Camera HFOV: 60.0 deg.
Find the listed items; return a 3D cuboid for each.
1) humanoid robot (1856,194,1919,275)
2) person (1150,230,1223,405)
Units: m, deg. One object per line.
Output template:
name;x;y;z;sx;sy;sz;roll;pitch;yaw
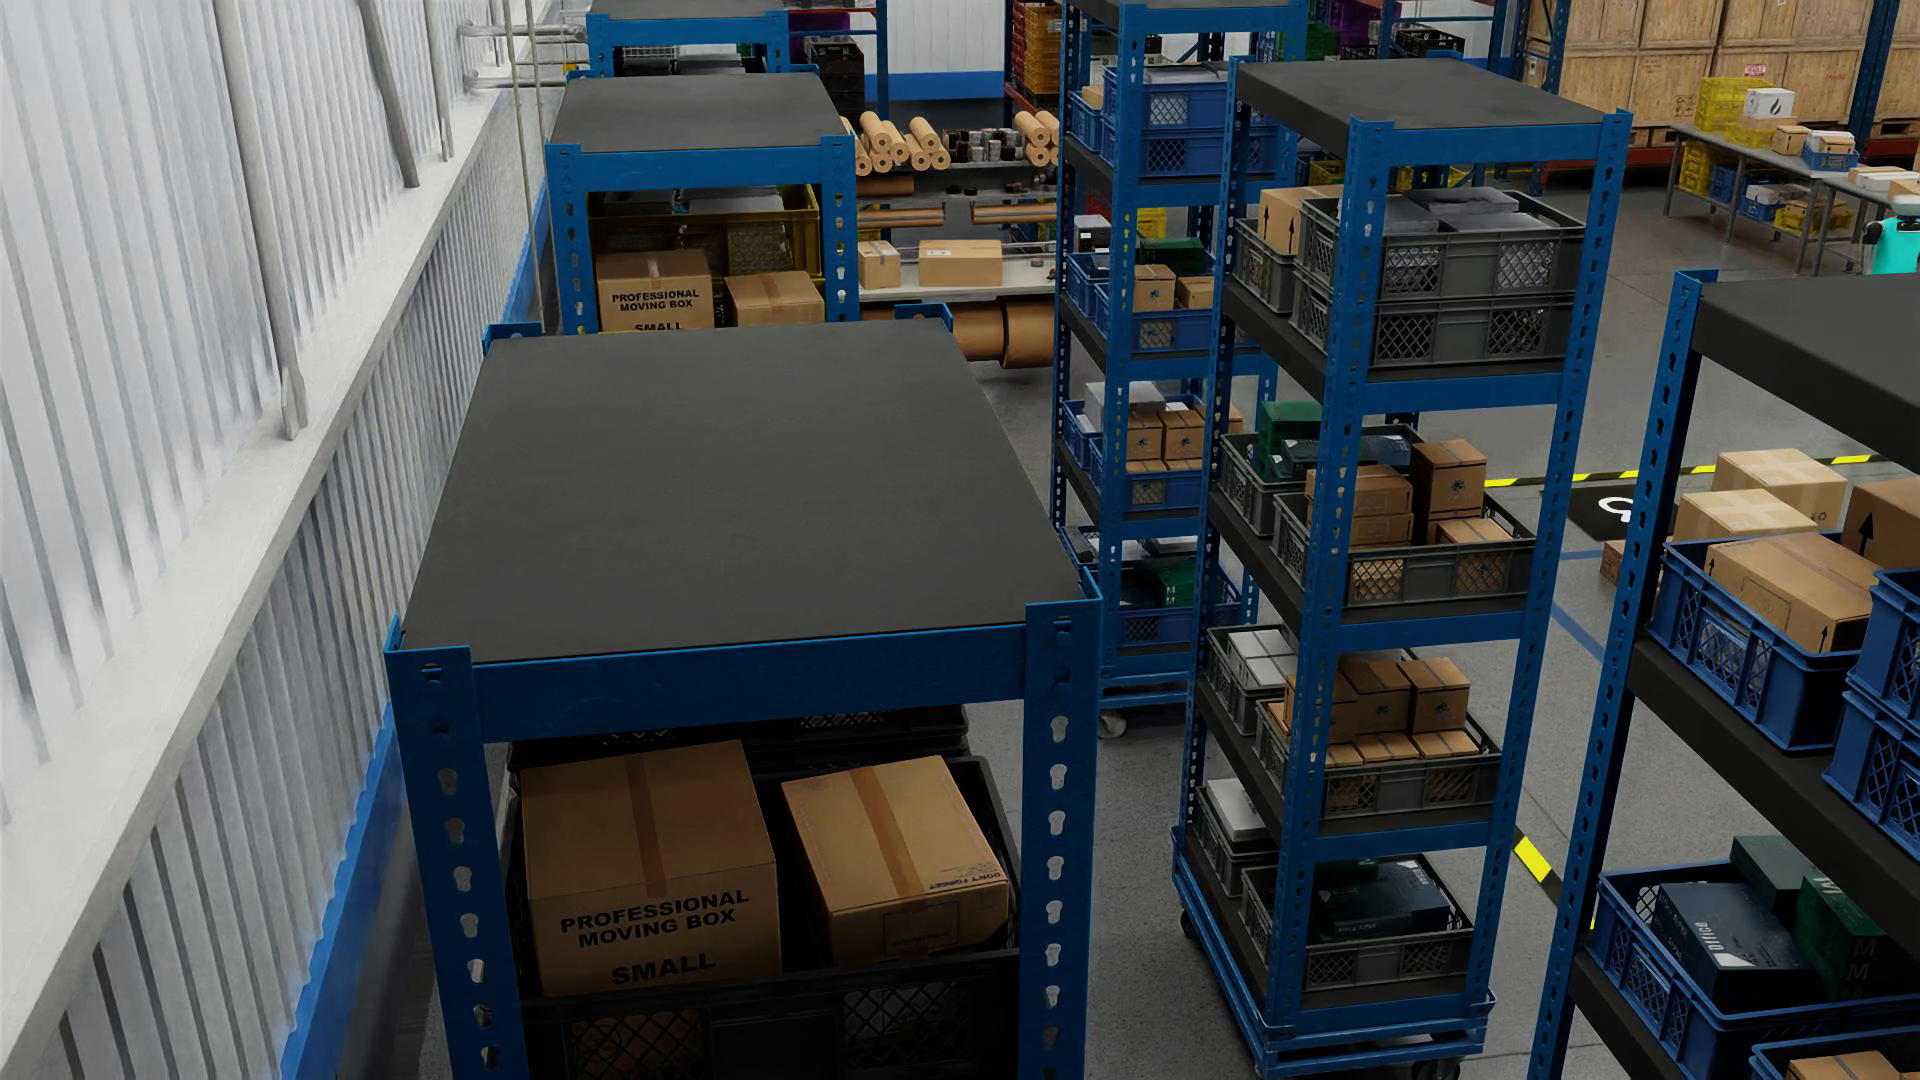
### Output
humanoid robot;6.647;-1.549;11.747;0.533;1.677;0.735;0;25;1
person;1.461;-1.105;10.806;0.596;1.850;0.395;-4;25;-9
